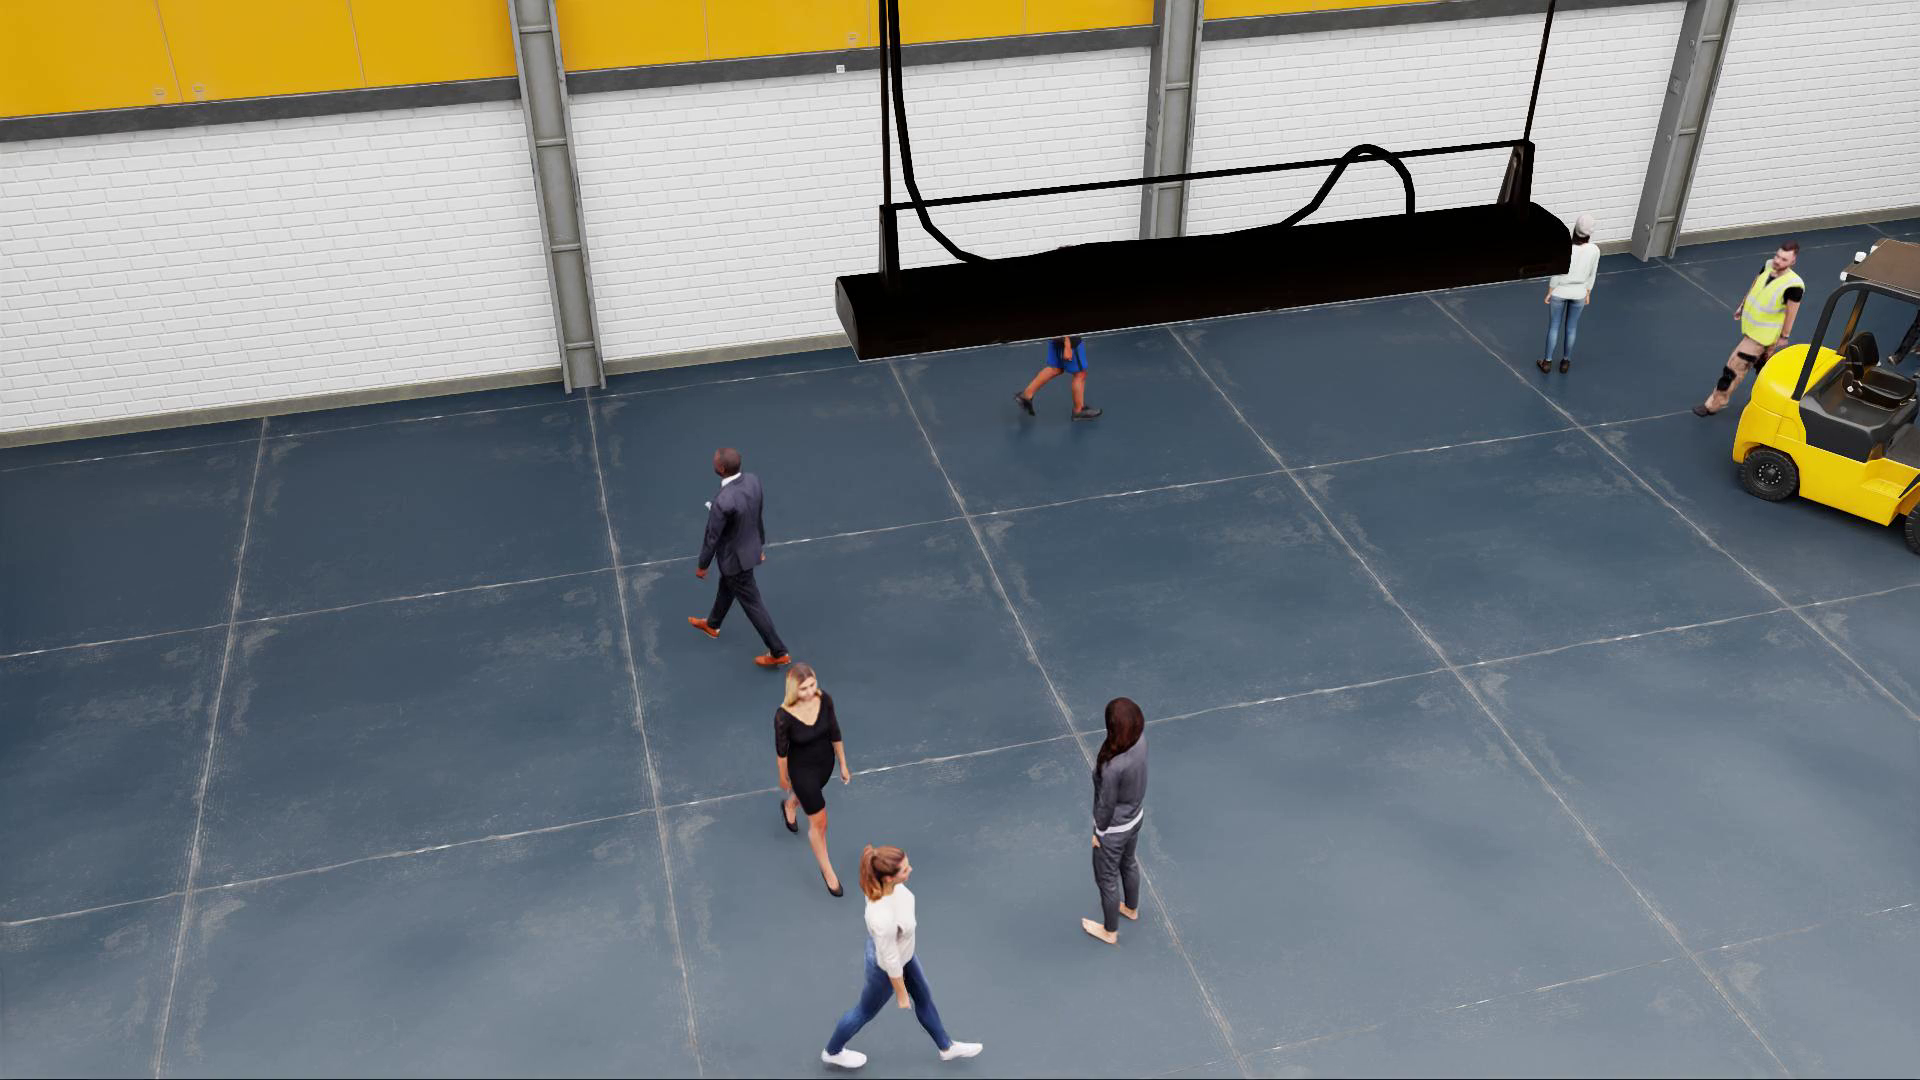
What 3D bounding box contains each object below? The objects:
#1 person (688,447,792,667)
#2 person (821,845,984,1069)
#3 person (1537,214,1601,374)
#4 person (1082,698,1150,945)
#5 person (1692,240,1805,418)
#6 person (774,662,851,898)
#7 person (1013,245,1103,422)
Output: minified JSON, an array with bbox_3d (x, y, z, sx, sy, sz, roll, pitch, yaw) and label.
[{"bbox_3d":[-1.562,0.171,12.215,1.292,1.782,1.158,14,36,19],"label":"person"},{"bbox_3d":[-0.476,2.329,9.069,1.220,1.671,0.866,1,34,2],"label":"person"},{"bbox_3d":[5.942,-2.410,16.223,0.535,1.645,0.693,2,34,3],"label":"person"},{"bbox_3d":[0.960,1.672,9.970,0.726,1.768,0.661,18,38,25],"label":"person"},{"bbox_3d":[7.490,-1.951,15.399,1.241,1.791,0.871,-1,34,-1],"label":"person"},{"bbox_3d":[-0.977,1.410,10.481,1.069,1.637,0.924,-25,41,-33],"label":"person"},{"bbox_3d":[0.898,-1.873,15.297,1.096,1.775,0.698,-4,34,-6],"label":"person"}]
